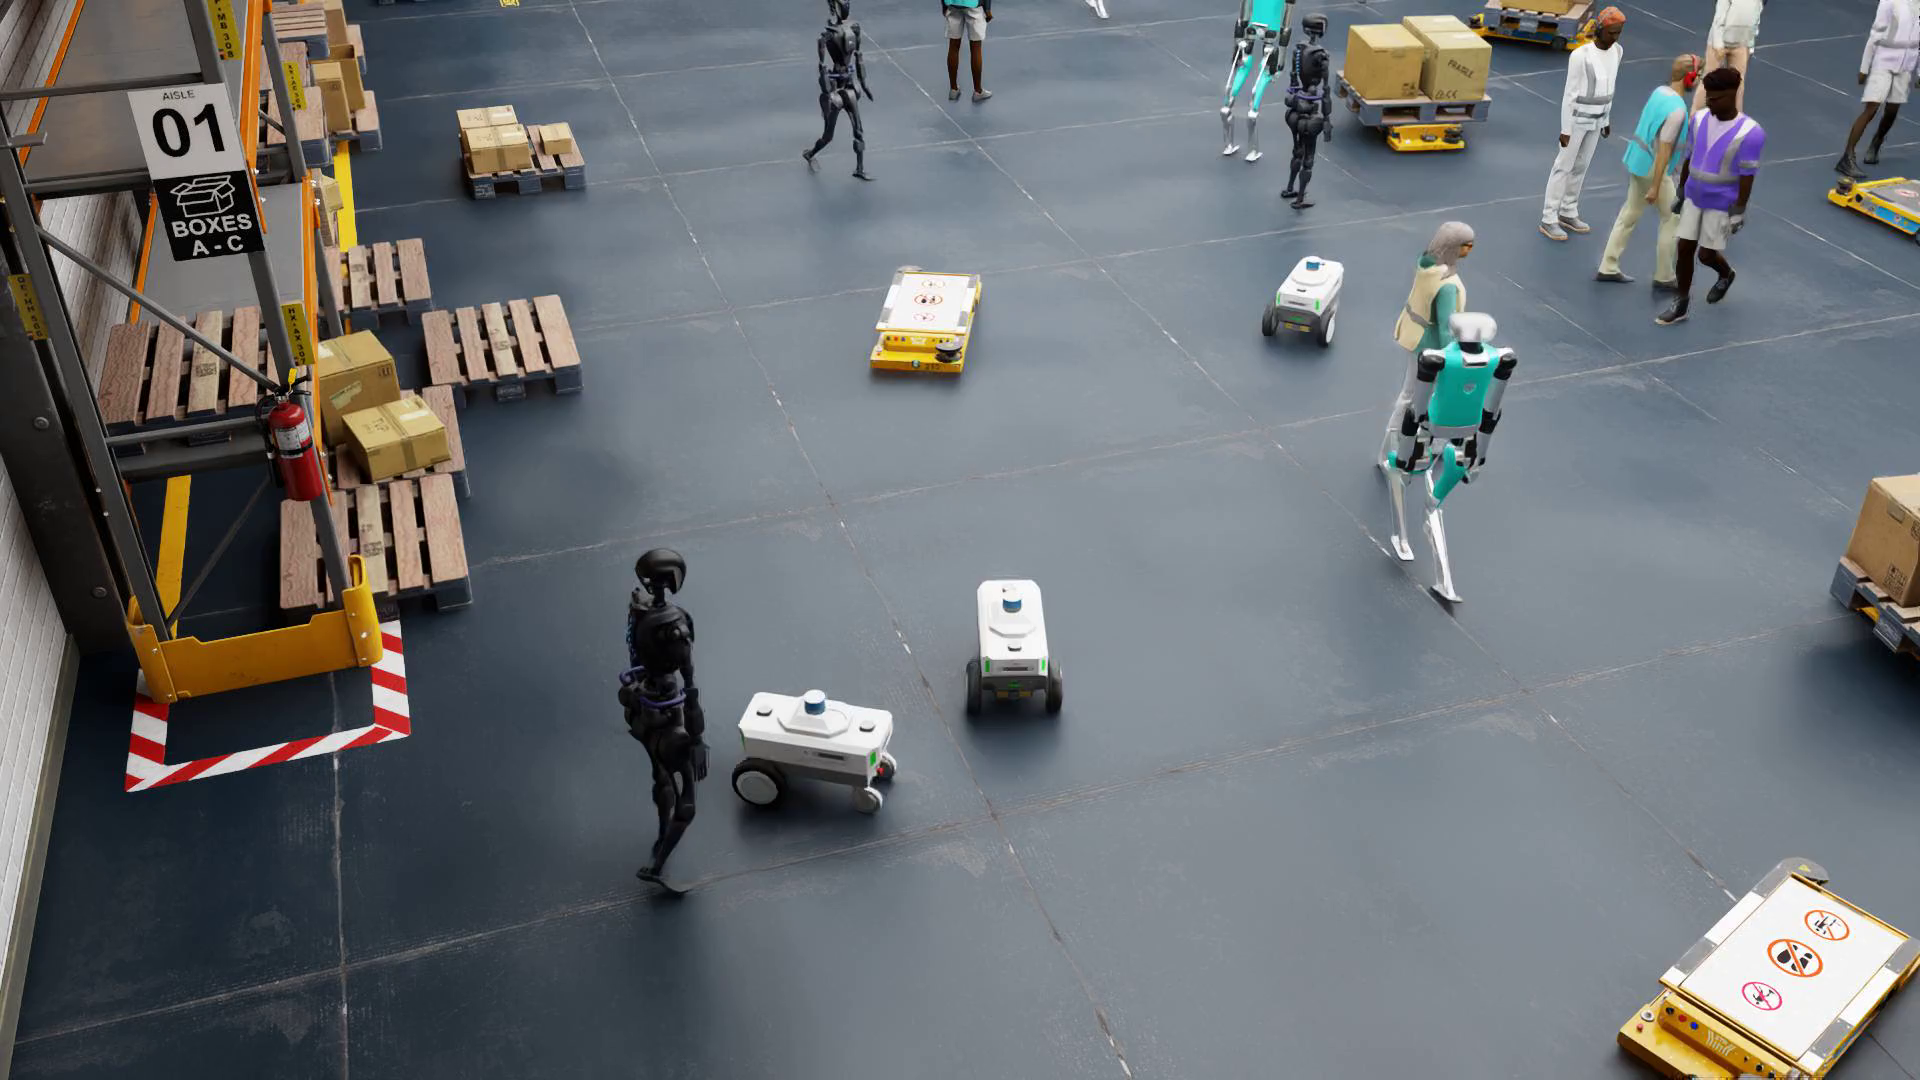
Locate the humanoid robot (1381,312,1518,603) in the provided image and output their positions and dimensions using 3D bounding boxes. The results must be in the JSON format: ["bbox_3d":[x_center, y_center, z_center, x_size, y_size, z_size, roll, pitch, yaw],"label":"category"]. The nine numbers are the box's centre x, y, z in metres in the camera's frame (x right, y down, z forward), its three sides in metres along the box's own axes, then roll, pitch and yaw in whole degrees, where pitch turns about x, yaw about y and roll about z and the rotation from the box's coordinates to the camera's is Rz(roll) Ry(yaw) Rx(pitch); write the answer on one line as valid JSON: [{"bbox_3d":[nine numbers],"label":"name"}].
[{"bbox_3d":[2.658,-0.532,9.345,0.543,1.769,0.910,-4,33,-6],"label":"humanoid robot"}]

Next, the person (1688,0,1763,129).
[{"bbox_3d":[7.302,-4.653,15.719,0.483,1.659,0.415,0,33,0],"label":"person"}]

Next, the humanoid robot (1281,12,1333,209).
[{"bbox_3d":[2.976,-3.661,14.175,0.360,1.653,0.600,-12,35,-18],"label":"humanoid robot"}]

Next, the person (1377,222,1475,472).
[{"bbox_3d":[3.023,-1.182,10.368,0.705,1.684,0.514,1,33,2],"label":"person"}]

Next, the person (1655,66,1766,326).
[{"bbox_3d":[5.565,-2.524,12.219,0.632,1.928,0.624,-17,37,-24],"label":"person"}]

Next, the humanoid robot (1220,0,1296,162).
[{"bbox_3d":[2.652,-4.327,15.128,0.539,1.745,0.725,19,38,26],"label":"humanoid robot"}]

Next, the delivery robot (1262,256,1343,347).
[{"bbox_3d":[2.597,-1.820,12.378,0.499,0.583,0.767,15,36,21],"label":"delivery robot"}]

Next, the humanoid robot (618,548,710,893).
[{"bbox_3d":[-1.364,0.790,7.365,0.480,1.646,0.609,-23,39,-31],"label":"humanoid robot"}]

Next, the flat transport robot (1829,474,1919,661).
[{"bbox_3d":[5.482,0.573,8.980,0.659,0.231,1.431,-6,34,-8],"label":"flat transport robot"}]

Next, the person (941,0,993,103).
[{"bbox_3d":[0.053,-5.316,16.490,0.551,1.934,0.433,12,35,18],"label":"person"}]

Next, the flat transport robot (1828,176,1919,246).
[{"bbox_3d":[8.164,-2.761,14.093,0.659,0.231,1.431,-11,35,-16],"label":"flat transport robot"}]

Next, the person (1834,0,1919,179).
[{"bbox_3d":[8.346,-4.220,14.872,0.609,1.868,0.628,-1,33,-2],"label":"person"}]

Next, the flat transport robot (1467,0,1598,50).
[{"bbox_3d":[6.469,-5.737,18.658,1.431,0.231,0.659,17,37,24],"label":"flat transport robot"}]

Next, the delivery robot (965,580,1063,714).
[{"bbox_3d":[0.272,0.554,8.760,0.499,0.609,0.807,-1,33,-1],"label":"delivery robot"}]

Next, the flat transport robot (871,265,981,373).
[{"bbox_3d":[-0.235,-1.657,12.400,0.659,0.231,1.431,4,33,5],"label":"flat transport robot"}]

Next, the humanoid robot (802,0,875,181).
[{"bbox_3d":[-1.091,-4.042,14.806,0.740,1.642,0.601,24,40,32],"label":"humanoid robot"}]

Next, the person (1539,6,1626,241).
[{"bbox_3d":[5.114,-3.406,13.602,0.573,1.886,0.355,-20,38,-28],"label":"person"}]

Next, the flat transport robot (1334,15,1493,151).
[{"bbox_3d":[4.339,-4.104,16.153,0.659,0.231,1.431,-3,33,-5],"label":"flat transport robot"}]

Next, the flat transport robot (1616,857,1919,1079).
[{"bbox_3d":[3.444,1.877,6.980,1.431,0.231,0.659,-26,41,-33],"label":"flat transport robot"}]

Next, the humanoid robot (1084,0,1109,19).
[{"bbox_3d":[1.546,-6.926,19.177,0.546,1.763,0.995,-9,34,-14],"label":"humanoid robot"}]

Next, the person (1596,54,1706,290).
[{"bbox_3d":[5.426,-2.804,12.747,0.797,1.808,0.564,0,33,0],"label":"person"}]

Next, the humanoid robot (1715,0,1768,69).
[{"bbox_3d":[7.958,-5.400,16.835,0.541,1.805,0.905,6,34,9],"label":"humanoid robot"}]

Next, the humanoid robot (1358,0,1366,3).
[{"bbox_3d":[4.658,-7.238,19.678,0.599,1.636,0.427,5,33,7],"label":"humanoid robot"}]

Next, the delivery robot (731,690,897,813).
[{"bbox_3d":[-0.711,0.997,8.082,0.814,0.610,0.499,7,34,11],"label":"delivery robot"}]
